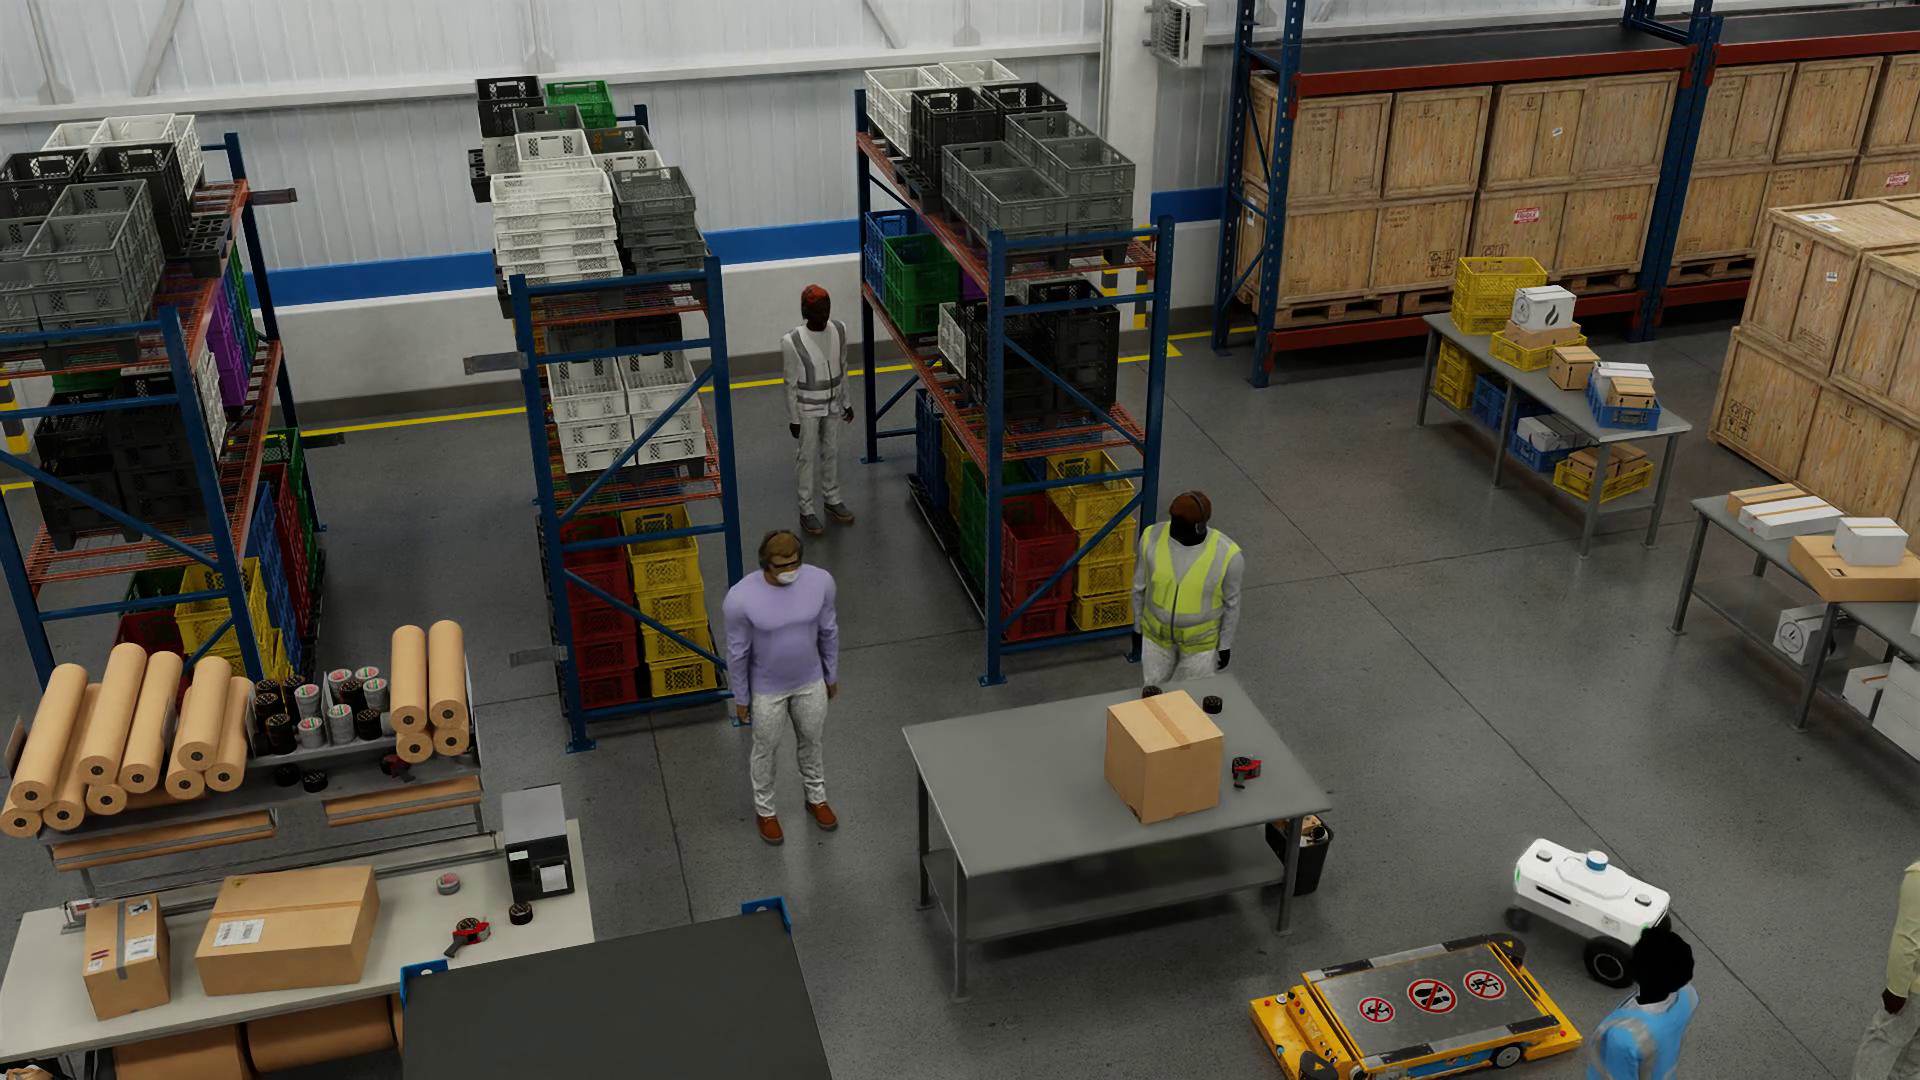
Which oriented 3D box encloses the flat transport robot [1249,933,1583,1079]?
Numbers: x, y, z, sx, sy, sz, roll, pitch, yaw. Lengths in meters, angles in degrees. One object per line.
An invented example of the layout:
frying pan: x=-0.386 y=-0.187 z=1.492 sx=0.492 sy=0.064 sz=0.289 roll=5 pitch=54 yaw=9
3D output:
flat transport robot: x=2.184 y=2.282 z=7.980 sx=1.431 sy=0.197 sz=0.652 roll=-8 pitch=30 yaw=-14

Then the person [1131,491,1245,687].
person: x=1.270 y=0.541 z=9.533 sx=0.624 sy=1.841 sz=0.430 roll=12 pitch=31 yaw=20

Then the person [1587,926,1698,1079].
person: x=2.643 y=2.220 z=6.621 sx=0.535 sy=1.700 sz=0.318 roll=-25 pitch=37 yaw=-37

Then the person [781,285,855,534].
person: x=-1.031 y=-0.968 z=12.234 sx=0.575 sy=1.883 sz=0.355 roll=-24 pitch=37 yaw=-37

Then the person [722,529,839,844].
person: x=-0.947 y=0.776 z=9.014 sx=0.630 sy=1.932 sz=0.362 roll=-13 pitch=31 yaw=-22

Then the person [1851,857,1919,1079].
person: x=4.232 y=1.847 z=7.169 sx=0.586 sy=1.826 sz=0.403 roll=-12 pitch=31 yaw=-20

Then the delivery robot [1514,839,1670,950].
delivery robot: x=3.203 y=1.801 z=8.470 sx=0.707 sy=0.478 sz=0.477 roll=23 pitch=36 yaw=35
